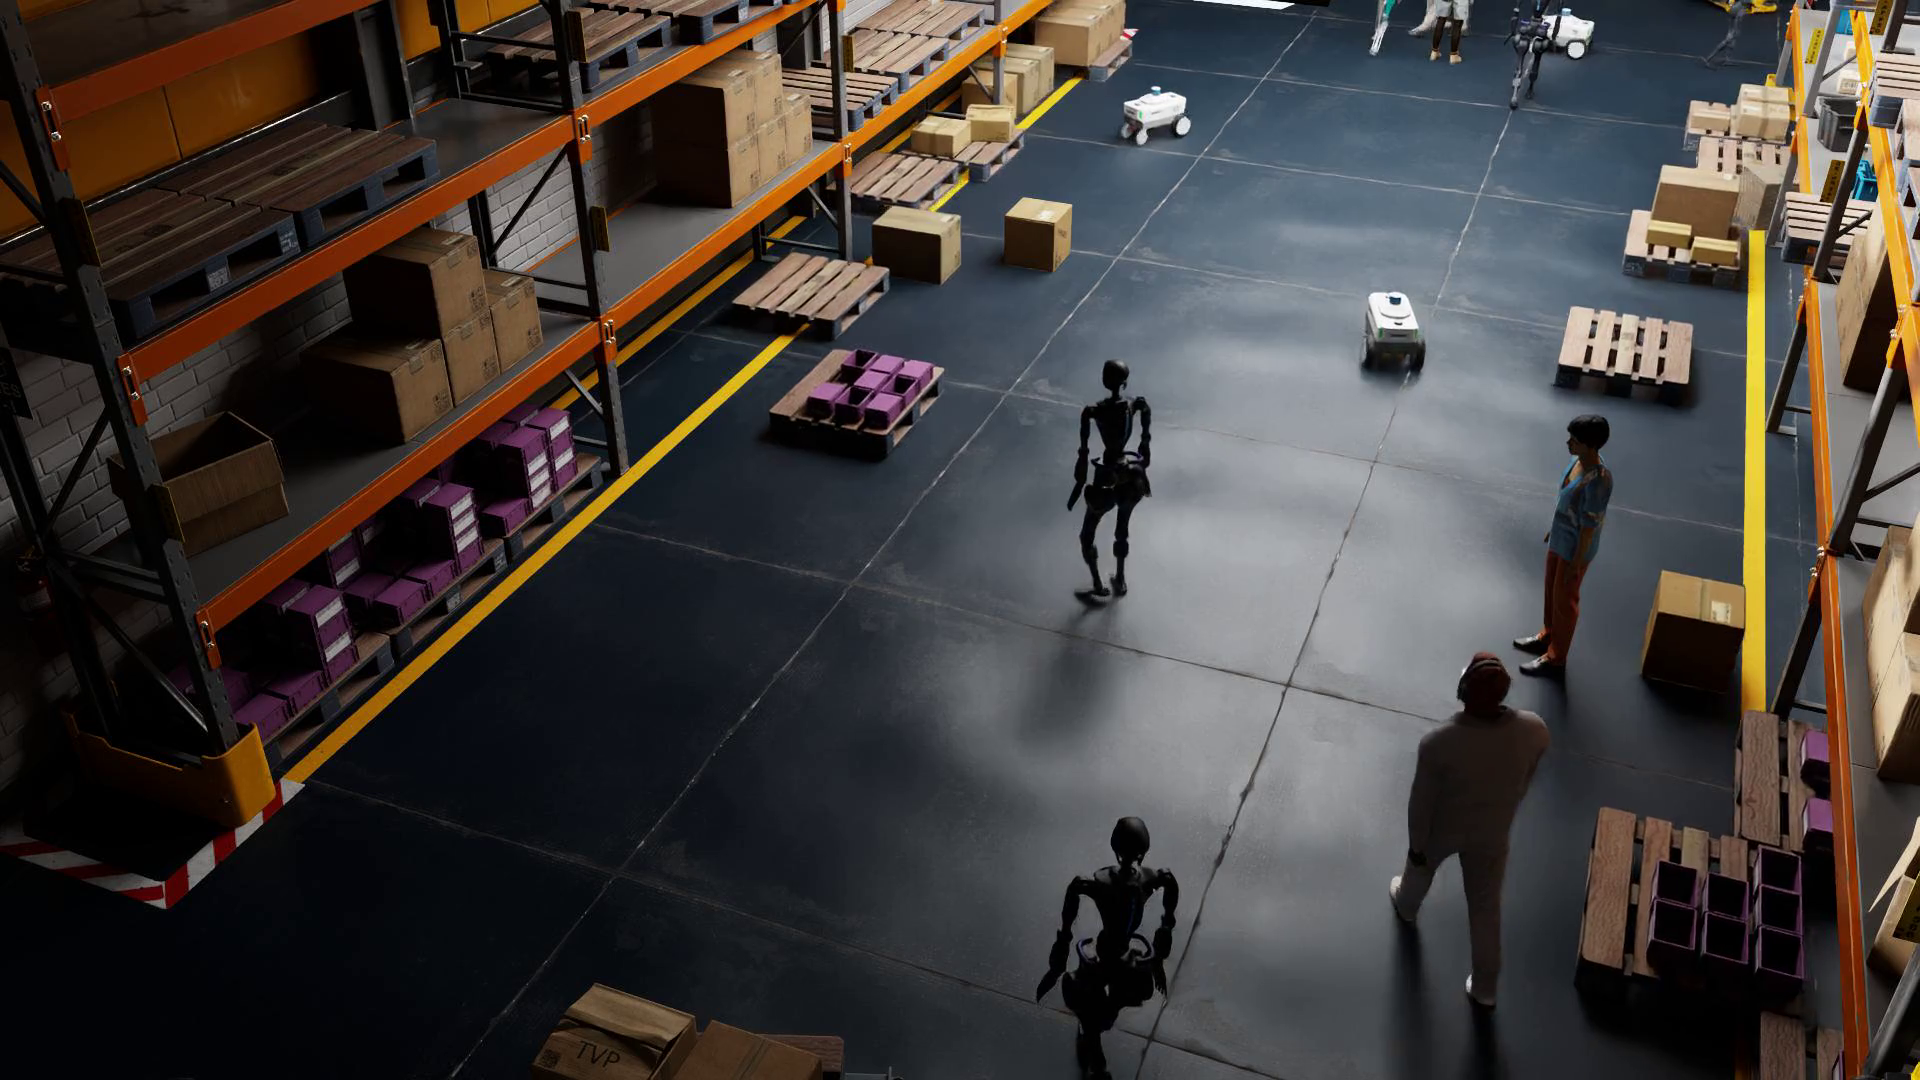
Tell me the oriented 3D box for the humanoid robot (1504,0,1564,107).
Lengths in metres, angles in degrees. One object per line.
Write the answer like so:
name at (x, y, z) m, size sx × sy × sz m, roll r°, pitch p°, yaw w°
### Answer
humanoid robot at (6.714, -5.921, 19.520) m, size 0.600 × 1.645 × 0.783 m, roll 14°, pitch 35°, yaw 20°

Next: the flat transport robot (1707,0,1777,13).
flat transport robot at (10.860, -7.752, 23.589) m, size 0.659 × 0.231 × 1.431 m, roll -7°, pitch 34°, yaw -11°

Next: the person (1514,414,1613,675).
person at (3.723, 0.026, 10.180) m, size 0.332 × 1.759 × 0.498 m, roll 2°, pitch 33°, yaw 2°

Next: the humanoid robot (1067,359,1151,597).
humanoid robot at (1.006, -0.384, 10.893) m, size 0.612 × 1.639 × 0.434 m, roll -17°, pitch 37°, yaw -24°

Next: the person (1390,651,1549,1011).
person at (2.452, 1.359, 8.026) m, size 0.652 × 1.863 × 0.982 m, roll -2°, pitch 33°, yaw -3°

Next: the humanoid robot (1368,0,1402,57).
humanoid robot at (5.518, -7.119, 21.312) m, size 0.582 × 1.767 × 1.059 m, roll 11°, pitch 34°, yaw 16°

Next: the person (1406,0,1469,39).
person at (6.362, -7.443, 21.656) m, size 0.954 × 1.837 × 0.545 m, roll -5°, pitch 33°, yaw -7°

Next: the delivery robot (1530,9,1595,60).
delivery robot at (7.791, -6.522, 21.436) m, size 0.814 × 0.611 × 0.499 m, roll 16°, pitch 36°, yaw 23°

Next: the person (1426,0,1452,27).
person at (6.525, -7.813, 22.291) m, size 0.310 × 1.778 × 0.471 m, roll -3°, pitch 33°, yaw -5°

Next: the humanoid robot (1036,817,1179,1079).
humanoid robot at (0.651, 1.912, 7.396) m, size 0.629 × 1.623 × 0.791 m, roll -8°, pitch 34°, yaw -13°

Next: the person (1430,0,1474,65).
person at (6.217, -6.843, 20.868) m, size 0.532 × 1.693 × 0.320 m, roll 25°, pitch 40°, yaw 33°

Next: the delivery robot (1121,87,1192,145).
delivery robot at (2.206, -4.810, 18.777) m, size 0.802 × 0.600 × 0.499 m, roll -20°, pitch 38°, yaw -28°

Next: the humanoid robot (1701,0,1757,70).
humanoid robot at (9.661, -6.697, 20.666) m, size 0.484 × 1.646 × 0.589 m, roll 17°, pitch 37°, yaw 24°

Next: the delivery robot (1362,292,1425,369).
delivery robot at (3.663, -1.796, 14.115) m, size 0.499 × 0.603 × 0.794 m, roll 2°, pitch 33°, yaw 3°
